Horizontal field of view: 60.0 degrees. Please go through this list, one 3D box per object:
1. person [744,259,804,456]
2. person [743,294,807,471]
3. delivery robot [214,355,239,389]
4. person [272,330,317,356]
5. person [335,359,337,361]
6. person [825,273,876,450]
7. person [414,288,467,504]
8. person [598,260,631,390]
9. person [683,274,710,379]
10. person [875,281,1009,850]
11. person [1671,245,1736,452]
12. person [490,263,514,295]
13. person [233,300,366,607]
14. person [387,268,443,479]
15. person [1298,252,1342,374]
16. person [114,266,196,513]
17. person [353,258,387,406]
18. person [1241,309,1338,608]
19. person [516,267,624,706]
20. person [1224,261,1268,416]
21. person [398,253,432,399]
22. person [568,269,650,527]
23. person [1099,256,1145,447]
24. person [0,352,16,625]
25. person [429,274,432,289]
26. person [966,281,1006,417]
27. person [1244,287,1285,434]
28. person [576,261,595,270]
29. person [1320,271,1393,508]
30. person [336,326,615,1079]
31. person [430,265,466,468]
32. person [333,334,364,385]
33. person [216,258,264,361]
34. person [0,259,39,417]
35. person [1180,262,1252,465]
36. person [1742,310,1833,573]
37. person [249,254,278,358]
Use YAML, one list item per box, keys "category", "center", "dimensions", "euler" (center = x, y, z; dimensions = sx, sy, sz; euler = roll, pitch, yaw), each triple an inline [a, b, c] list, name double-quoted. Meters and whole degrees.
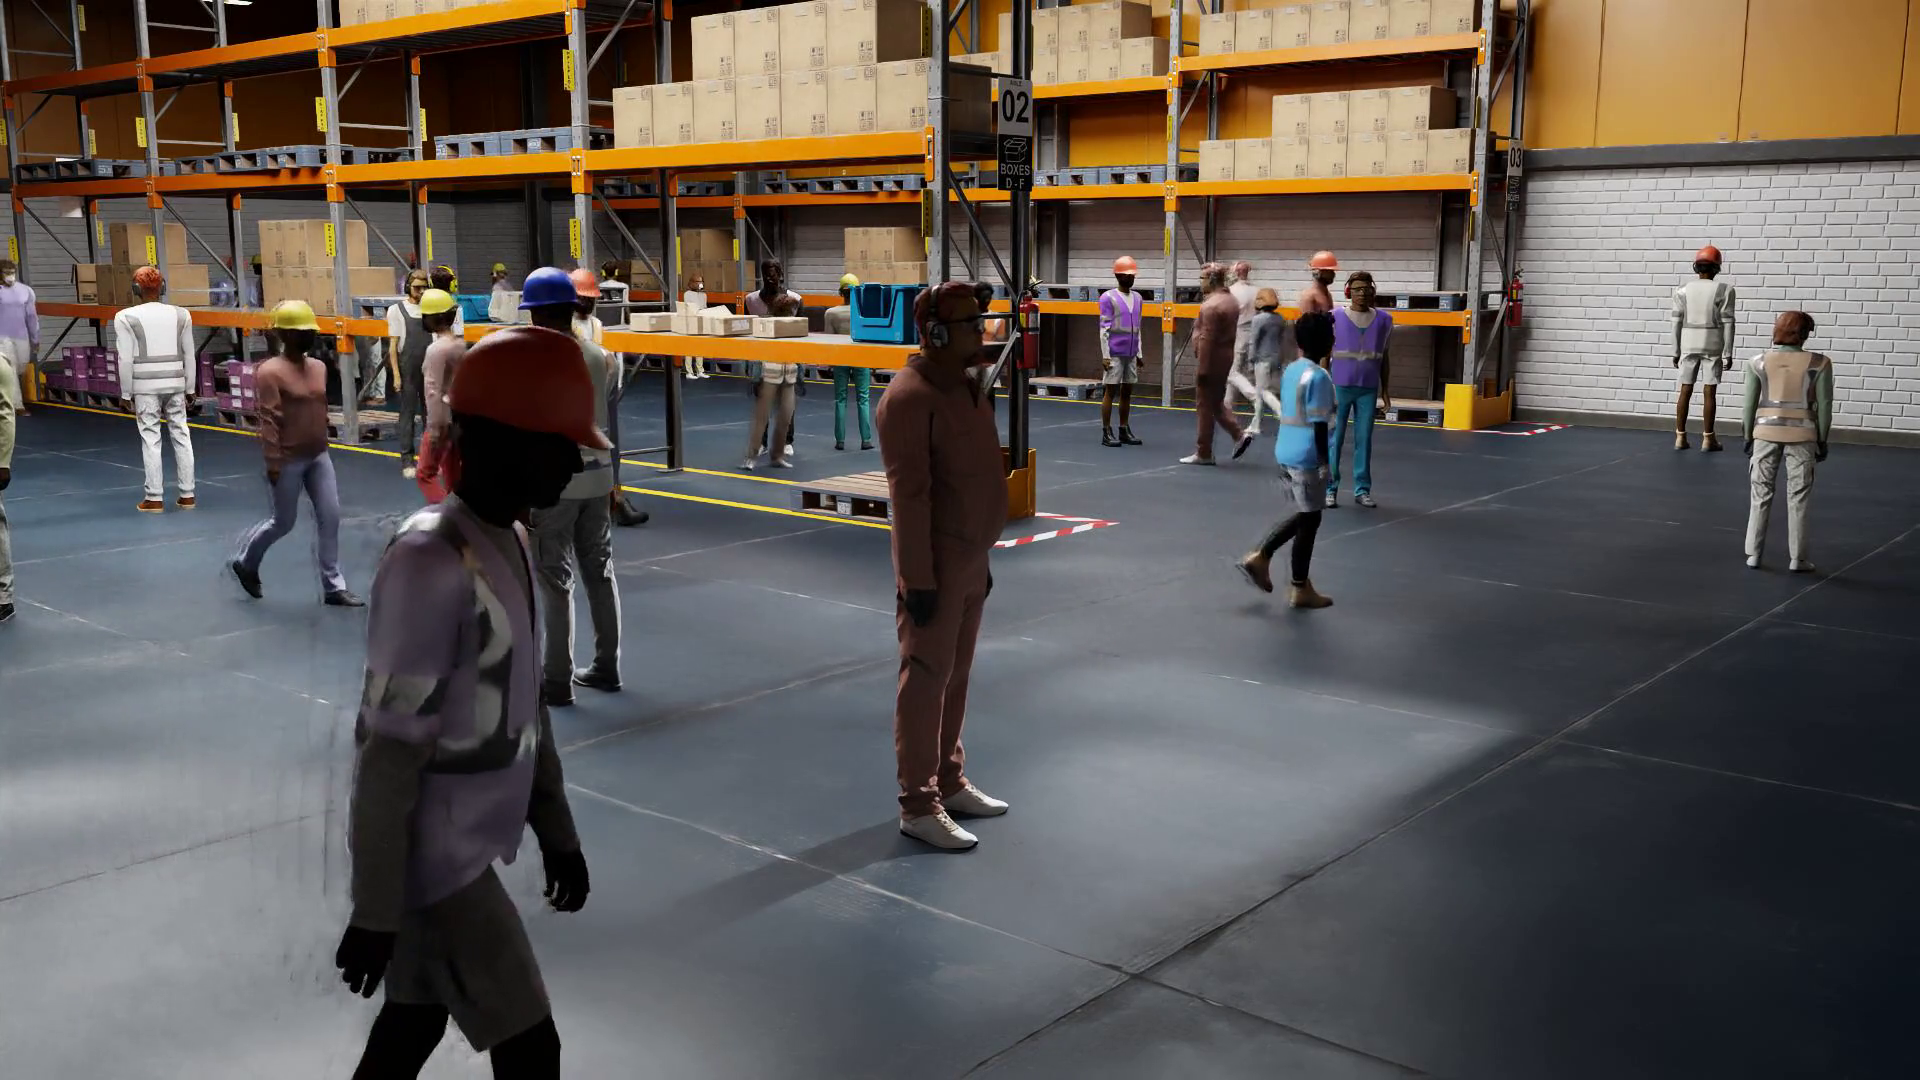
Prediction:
- category: "person"
  center: [-1.817, -1.778, 16.251]
  dimensions: [0.597, 1.916, 0.372]
  euler: [1, 10, 4]
- category: "person"
  center: [-1.692, -1.436, 15.196]
  dimensions: [0.642, 1.608, 0.344]
  euler: [-8, 12, -37]
- category: "delivery robot"
  center: [-9.951, -2.281, 22.728]
  dimensions: [0.707, 0.478, 0.477]
  euler: [6, 11, 29]
- category: "person"
  center: [-8.616, -2.682, 21.501]
  dimensions: [0.574, 1.884, 0.361]
  euler: [-10, 14, -44]
- category: "person"
  center: [-11.009, -3.977, 29.576]
  dimensions: [0.280, 1.636, 0.500]
  euler: [-8, 13, -38]
- category: "person"
  center: [-1.092, -1.783, 16.708]
  dimensions: [0.522, 1.771, 0.306]
  euler: [0, 10, 3]
- category: "person"
  center: [-3.391, -0.756, 10.884]
  dimensions: [0.370, 1.764, 0.546]
  euler: [1, 10, 8]
- category: "person"
  center: [-4.908, -2.977, 23.281]
  dimensions: [0.557, 1.847, 0.697]
  euler: [-5, 11, -24]
- category: "person"
  center: [-4.098, -3.316, 25.844]
  dimensions: [0.276, 1.629, 0.497]
  euler: [7, 12, 35]
- category: "person"
  center: [-0.033, 0.077, 5.713]
  dimensions: [0.407, 1.913, 0.641]
  euler: [3, 11, 19]
- category: "person"
  center: [7.415, -1.904, 16.610]
  dimensions: [0.608, 2.047, 0.366]
  euler: [9, 13, 40]
- category: "person"
  center: [-7.166, -3.434, 26.094]
  dimensions: [0.509, 1.796, 0.706]
  euler: [1, 10, 6]
- category: "person"
  center: [-3.783, -0.485, 9.393]
  dimensions: [0.758, 1.739, 0.535]
  euler: [4, 11, 22]
- category: "person"
  center: [-4.769, -1.463, 14.675]
  dimensions: [0.345, 1.844, 0.507]
  euler: [9, 14, 42]
- category: "person"
  center: [3.471, -1.821, 16.313]
  dimensions: [0.505, 1.985, 0.642]
  euler: [6, 12, 32]
- category: "person"
  center: [-6.153, -1.147, 12.763]
  dimensions: [0.355, 1.883, 0.574]
  euler: [9, 13, 41]
- category: "person"
  center: [-7.631, -2.694, 21.407]
  dimensions: [0.627, 1.941, 0.370]
  euler: [9, 14, 42]
- category: "person"
  center: [1.897, -0.448, 9.330]
  dimensions: [0.427, 1.687, 0.533]
  euler: [-1, 10, -6]
- category: "person"
  center: [-1.765, -0.238, 7.432]
  dimensions: [0.410, 1.938, 0.610]
  euler: [6, 12, 32]
- category: "person"
  center: [3.264, -2.292, 19.285]
  dimensions: [0.810, 1.883, 0.650]
  euler: [10, 14, 44]
- category: "person"
  center: [-7.140, -2.849, 22.156]
  dimensions: [1.067, 1.980, 0.628]
  euler: [8, 13, 40]
- category: "person"
  center: [-2.752, -1.021, 12.083]
  dimensions: [1.014, 1.873, 0.554]
  euler: [6, 12, 32]
- category: "person"
  center: [1.672, -1.922, 17.018]
  dimensions: [0.543, 1.939, 0.360]
  euler: [-7, 12, -36]
- category: "person"
  center: [-5.362, -0.446, 8.902]
  dimensions: [0.592, 1.837, 0.404]
  euler: [1, 10, 5]
- category: "person"
  center: [-5.963, -2.143, 18.854]
  dimensions: [0.377, 1.734, 0.482]
  euler: [9, 13, 41]
- category: "person"
  center: [0.215, -1.837, 17.232]
  dimensions: [0.563, 1.693, 0.503]
  euler: [-2, 10, -9]
- category: "person"
  center: [3.331, -1.905, 17.866]
  dimensions: [0.504, 1.610, 0.735]
  euler: [-8, 13, -40]
- category: "person"
  center: [-4.870, -2.748, 21.796]
  dimensions: [0.409, 1.913, 0.642]
  euler: [0, 10, 2]
- category: "person"
  center: [3.085, -1.173, 13.009]
  dimensions: [0.564, 1.848, 0.388]
  euler: [-1, 10, -3]
- category: "person"
  center: [-0.806, 0.558, 3.048]
  dimensions: [0.937, 1.878, 0.569]
  euler: [-1, 10, -6]
- category: "person"
  center: [-4.533, -1.494, 14.758]
  dimensions: [0.531, 1.875, 0.316]
  euler: [6, 11, 29]
- category: "person"
  center: [-9.037, -3.189, 24.556]
  dimensions: [0.403, 1.828, 0.628]
  euler: [4, 11, 21]
- category: "person"
  center: [-10.239, -3.083, 23.704]
  dimensions: [0.905, 1.905, 0.583]
  euler: [8, 13, 37]
- category: "person"
  center: [-11.516, -2.448, 20.136]
  dimensions: [0.904, 1.909, 0.631]
  euler: [8, 13, 39]
- category: "person"
  center: [2.373, -1.628, 15.457]
  dimensions: [0.550, 1.892, 0.669]
  euler: [5, 11, 28]
- category: "person"
  center: [5.165, -0.612, 10.414]
  dimensions: [0.512, 1.638, 0.312]
  euler: [7, 12, 36]
- category: "person"
  center: [-11.816, -3.890, 28.255]
  dimensions: [0.383, 1.924, 0.594]
  euler: [-4, 11, -19]
